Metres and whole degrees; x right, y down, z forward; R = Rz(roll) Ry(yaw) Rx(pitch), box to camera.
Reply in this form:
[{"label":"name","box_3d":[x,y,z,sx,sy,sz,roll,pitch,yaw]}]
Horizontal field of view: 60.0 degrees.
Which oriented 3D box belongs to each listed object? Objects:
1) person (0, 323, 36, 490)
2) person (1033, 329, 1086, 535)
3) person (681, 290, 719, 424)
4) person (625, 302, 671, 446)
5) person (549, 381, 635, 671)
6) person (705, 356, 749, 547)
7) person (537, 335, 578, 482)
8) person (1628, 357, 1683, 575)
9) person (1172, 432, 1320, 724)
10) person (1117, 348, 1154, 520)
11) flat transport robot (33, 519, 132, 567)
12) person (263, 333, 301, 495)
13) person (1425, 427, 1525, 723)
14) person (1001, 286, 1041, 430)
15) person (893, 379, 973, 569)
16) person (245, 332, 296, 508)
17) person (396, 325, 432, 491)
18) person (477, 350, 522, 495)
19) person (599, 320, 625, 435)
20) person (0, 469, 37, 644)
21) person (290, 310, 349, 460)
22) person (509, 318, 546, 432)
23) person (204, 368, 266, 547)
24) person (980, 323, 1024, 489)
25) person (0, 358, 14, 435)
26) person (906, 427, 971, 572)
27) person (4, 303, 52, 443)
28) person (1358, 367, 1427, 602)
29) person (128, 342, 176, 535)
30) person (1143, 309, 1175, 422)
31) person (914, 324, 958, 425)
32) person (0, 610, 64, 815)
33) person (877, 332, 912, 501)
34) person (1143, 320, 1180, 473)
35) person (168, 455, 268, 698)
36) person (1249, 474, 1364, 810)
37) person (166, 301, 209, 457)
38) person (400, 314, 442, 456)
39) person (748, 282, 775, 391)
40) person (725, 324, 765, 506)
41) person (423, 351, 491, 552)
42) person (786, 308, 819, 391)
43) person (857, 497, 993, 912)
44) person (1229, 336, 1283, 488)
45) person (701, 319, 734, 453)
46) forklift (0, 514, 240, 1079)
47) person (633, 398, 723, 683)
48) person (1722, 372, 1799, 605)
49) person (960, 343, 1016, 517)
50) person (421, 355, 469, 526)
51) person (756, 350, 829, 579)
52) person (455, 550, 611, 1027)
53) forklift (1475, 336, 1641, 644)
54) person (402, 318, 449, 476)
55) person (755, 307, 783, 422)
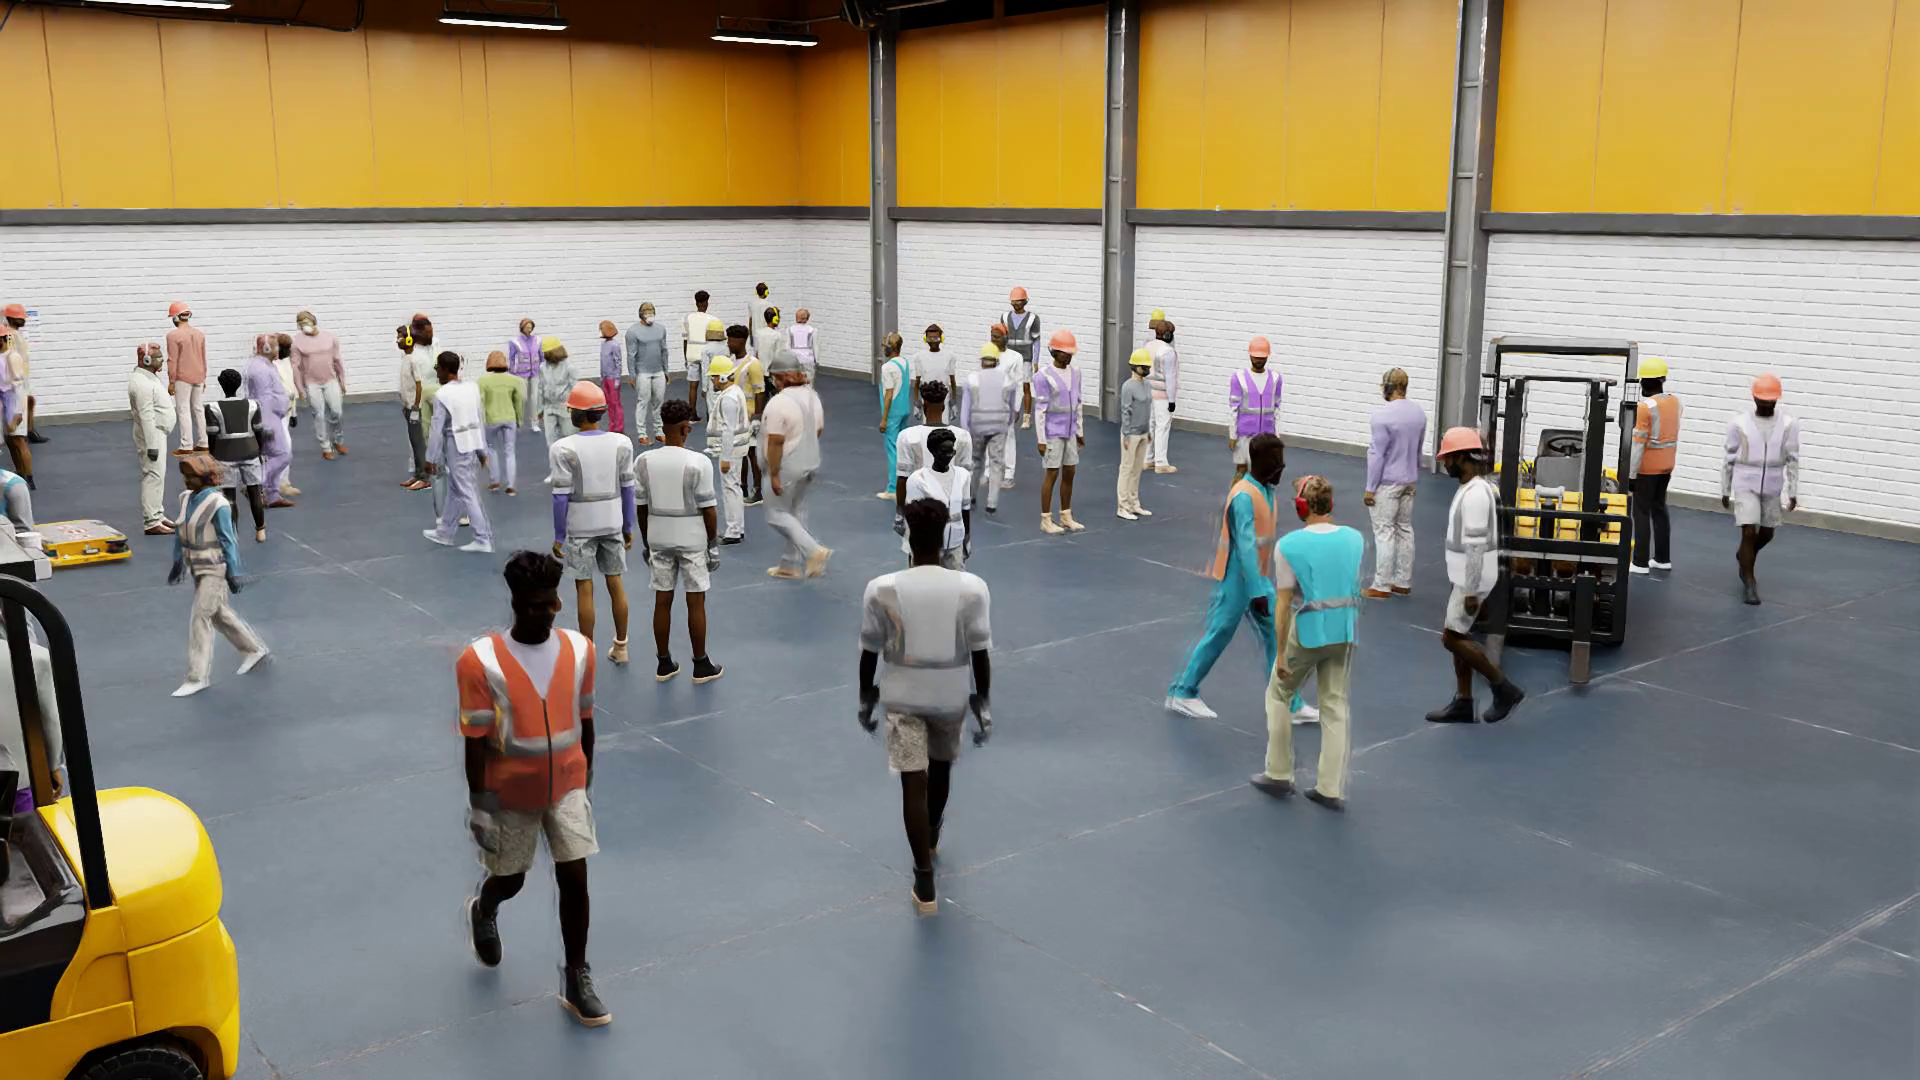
[{"label":"person","box_3d":[-10.753,-1.498,18.772,0.549,1.923,0.390,9,14,36]},{"label":"person","box_3d":[0.999,-1.055,16.369,0.613,2.029,0.409,-11,16,-42]},{"label":"person","box_3d":[-3.774,-2.669,24.343,0.599,1.958,0.375,3,12,13]},{"label":"person","box_3d":[-4.166,-2.221,22.248,0.382,1.928,0.635,11,16,42]},{"label":"person","box_3d":[-2.573,-0.092,11.662,0.610,2.048,0.362,-8,14,-35]},{"label":"person","box_3d":[-2.213,-0.847,15.876,0.403,1.818,0.601,-1,12,-3]},{"label":"person","box_3d":[-4.672,-1.539,19.458,0.512,1.741,0.455,4,12,17]},{"label":"person","box_3d":[6.093,-0.650,14.691,0.596,1.917,0.398,-7,14,-32]},{"label":"person","box_3d":[1.812,0.249,10.480,0.993,1.873,0.604,7,13,29]},{"label":"person","box_3d":[1.842,-1.098,17.205,0.331,1.767,0.527,8,14,35]},{"label":"flat transport robot","box_3d":[-8.278,0.006,15.501,0.652,0.197,1.431,-10,15,-40]},{"label":"person","box_3d":[-7.586,-1.405,18.601,0.658,1.807,0.658,0,12,1]},{"label":"person","box_3d":[3.219,0.244,10.431,0.548,1.896,0.571,3,12,13]},{"label":"person","box_3d":[0.841,-2.589,23.732,0.609,2.044,0.393,5,13,22]},{"label":"person","box_3d":[-0.205,-0.235,12.600,0.616,1.951,0.388,-4,12,-20]},{"label":"person","box_3d":[-7.324,-1.253,17.654,0.446,1.887,0.668,-4,12,-19]},{"label":"person","box_3d":[-6.233,-1.500,18.896,0.328,1.872,0.513,-6,13,-28]},{"label":"person","box_3d":[-5.168,-1.320,18.637,0.526,1.612,0.573,-7,14,-30]},{"label":"person","box_3d":[-4.809,-2.205,22.874,0.268,1.631,0.507,-9,15,-37]},{"label":"person","box_3d":[-6.135,0.197,10.530,0.602,1.940,0.402,3,12,15]},{"label":"person","box_3d":[-8.084,-1.943,20.977,0.665,1.907,0.398,-7,14,-31]},{"label":"person","box_3d":[-6.132,-2.345,23.591,0.520,1.619,0.416,-7,14,-32]},{"label":"person","box_3d":[-6.904,-0.787,15.870,0.541,1.695,0.316,-9,15,-38]},{"label":"person","box_3d":[0.447,-1.526,18.986,0.573,1.883,0.353,7,14,32]},{"label":"person","box_3d":[-10.439,-1.290,17.534,0.633,2.000,0.996,0,12,-2]},{"label":"person","box_3d":[-0.152,0.023,11.988,0.531,1.688,0.321,-7,14,-31]},{"label":"person","box_3d":[-12.696,-2.208,22.240,0.697,1.917,0.562,-4,12,-17]},{"label":"person","box_3d":[3.579,-0.457,13.732,0.632,1.930,0.384,-9,15,-37]},{"label":"person","box_3d":[-7.940,-0.999,16.424,0.398,1.900,0.635,-5,13,-22]},{"label":"person","box_3d":[2.787,-2.380,23.451,0.484,1.744,0.295,-4,12,-18]},{"label":"person","box_3d":[-0.281,-1.577,19.300,0.510,1.861,0.324,0,12,-1]},{"label":"person","box_3d":[-4.138,0.998,7.112,0.333,1.749,0.574,10,16,41]},{"label":"person","box_3d":[-0.721,-1.356,18.258,0.332,1.844,0.518,6,13,28]},{"label":"person","box_3d":[2.430,-1.730,20.094,0.429,1.837,0.633,-5,13,-23]},{"label":"person","box_3d":[-5.084,0.202,11.310,0.522,1.604,0.773,9,15,37]},{"label":"person","box_3d":[1.910,0.541,9.146,0.581,1.818,0.677,-4,12,-20]},{"label":"person","box_3d":[-9.935,-2.066,21.371,0.412,1.979,0.631,4,12,17]},{"label":"person","box_3d":[-6.687,-1.921,20.978,0.945,1.838,0.599,7,14,31]},{"label":"person","box_3d":[-3.382,-3.461,28.404,0.502,1.861,0.328,3,12,16]},{"label":"person","box_3d":[-2.342,-1.350,17.937,0.362,1.963,0.614,-9,15,-39]},{"label":"person","box_3d":[-4.815,-0.828,15.634,0.940,1.877,0.620,4,12,17]},{"label":"person","box_3d":[-2.387,-2.684,25.191,0.521,1.634,0.313,2,12,9]},{"label":"person","box_3d":[-0.180,0.730,8.013,0.627,1.909,0.987,-2,12,-8]},{"label":"person","box_3d":[2.975,-1.081,16.713,0.550,1.933,0.374,-2,12,-9]},{"label":"person","box_3d":[-3.152,-1.997,21.601,0.485,1.744,0.294,-10,15,-39]},{"label":"forklift","box_3d":[-3.687,1.115,5.480,2.313,2.155,1.214,-9,15,-36]},{"label":"person","box_3d":[-1.919,0.011,11.376,0.603,1.962,0.368,3,12,16]},{"label":"person","box_3d":[6.612,-0.462,13.798,0.566,1.908,0.808,3,12,12]},{"label":"person","box_3d":[0.282,-1.180,17.543,0.589,1.784,0.884,-1,12,-5]},{"label":"person","box_3d":[-5.158,-1.017,16.817,0.533,1.767,0.327,2,12,9]},{"label":"person","box_3d":[-1.425,-0.639,14.322,0.707,2.000,0.680,7,14,30]},{"label":"person","box_3d":[-1.771,0.971,6.811,0.610,1.937,0.839,-8,14,-35]},{"label":"forklift","box_3d":[4.683,-0.471,13.136,1.214,2.155,2.313,4,12,20]},{"label":"person","box_3d":[-6.347,-1.708,19.890,0.723,1.900,0.611,3,12,15]},{"label":"person","box_3d":[-2.536,-2.189,22.265,0.533,1.854,0.329,9,15,37]}]
